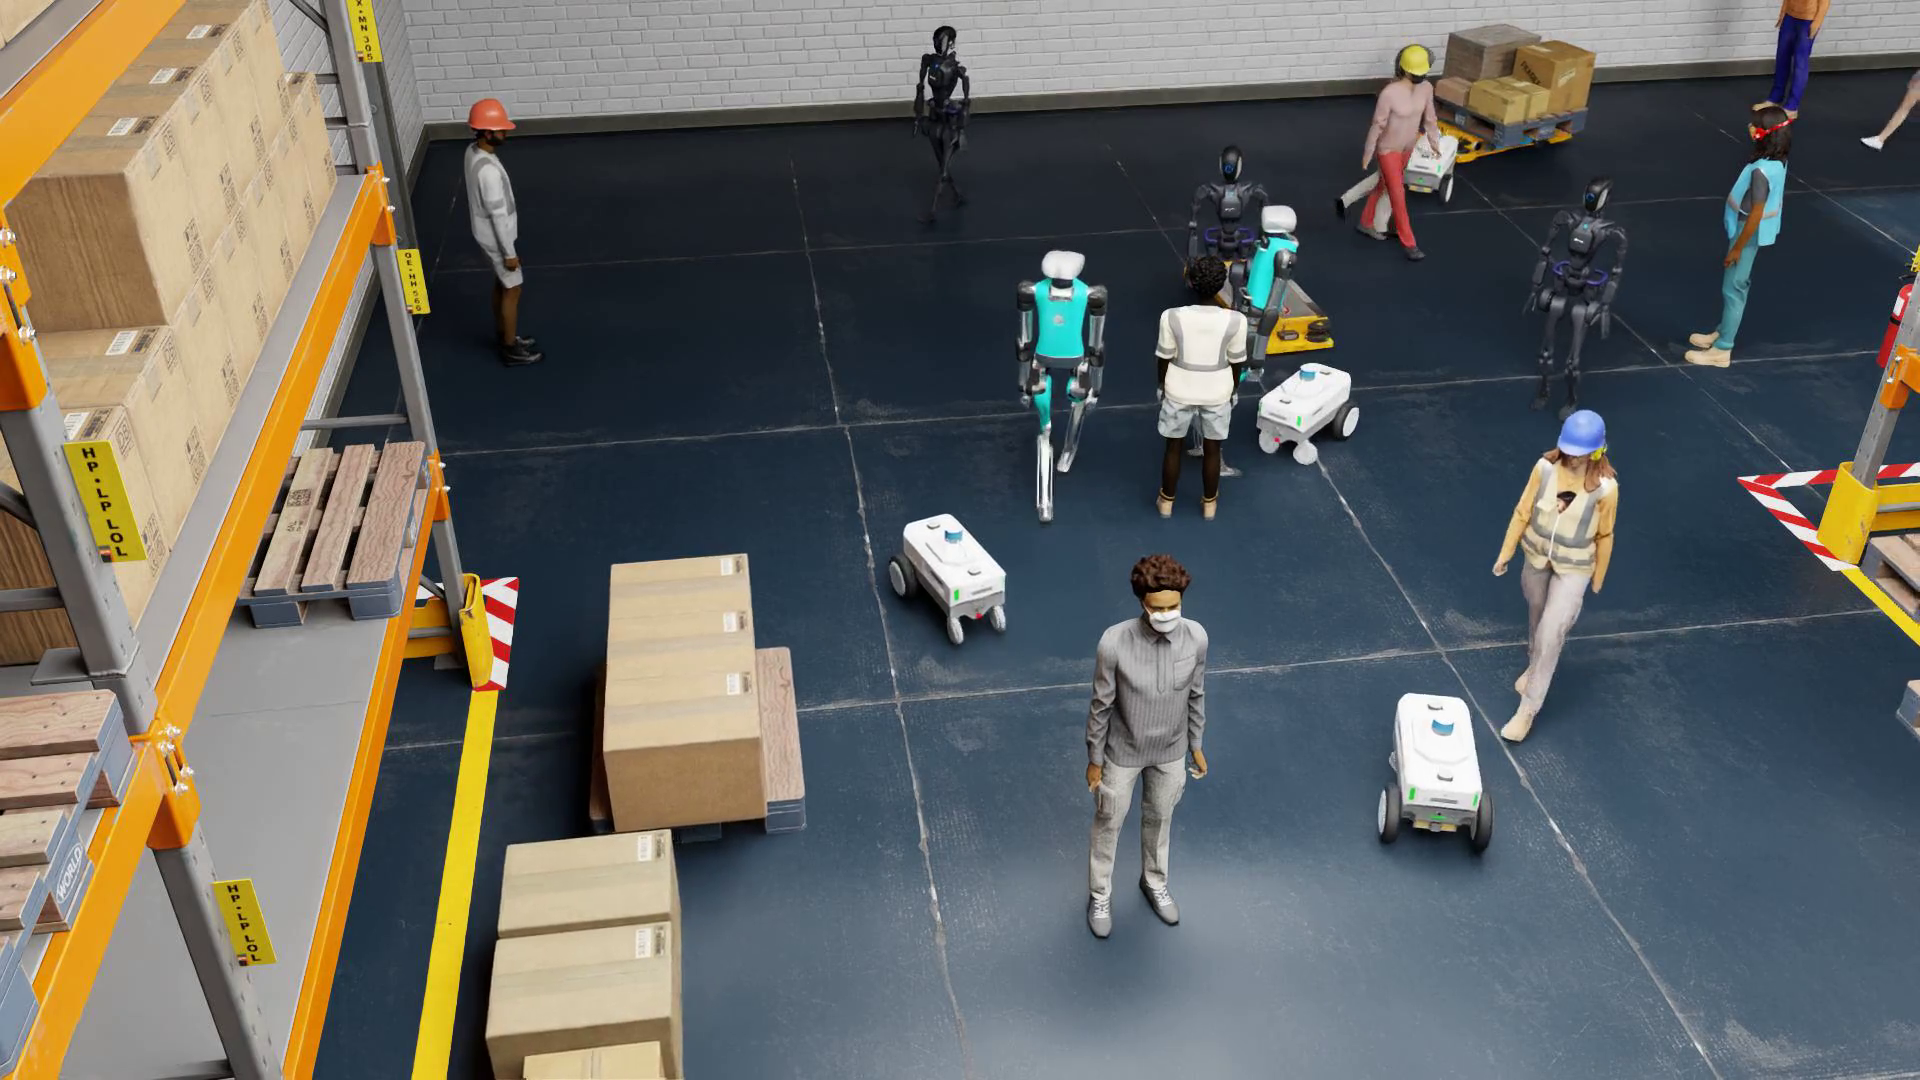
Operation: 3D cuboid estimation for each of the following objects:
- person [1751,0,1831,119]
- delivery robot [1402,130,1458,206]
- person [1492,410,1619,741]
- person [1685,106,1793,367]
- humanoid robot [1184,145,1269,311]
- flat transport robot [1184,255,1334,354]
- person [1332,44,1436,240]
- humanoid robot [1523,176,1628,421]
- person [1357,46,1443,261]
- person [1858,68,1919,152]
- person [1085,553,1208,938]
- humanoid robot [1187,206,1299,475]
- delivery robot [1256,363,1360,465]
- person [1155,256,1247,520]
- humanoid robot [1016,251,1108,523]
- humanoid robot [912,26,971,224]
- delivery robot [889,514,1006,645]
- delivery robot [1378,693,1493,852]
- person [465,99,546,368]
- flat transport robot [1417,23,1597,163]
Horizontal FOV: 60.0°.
[{"bbox_3d":[8.130,-5.072,16.069,0.398,1.974,0.518,-11,35,-16],"label":"person"},{"bbox_3d":[4.132,-3.295,14.658,0.499,0.614,0.802,15,36,22],"label":"delivery robot"},{"bbox_3d":[2.903,0.152,8.263,0.809,1.747,0.467,-28,42,-35],"label":"person"},{"bbox_3d":[5.482,-2.102,11.610,0.395,1.869,0.522,18,37,25],"label":"person"},{"bbox_3d":[1.875,-1.951,11.562,0.612,1.648,0.311,3,33,5],"label":"humanoid robot"},{"bbox_3d":[2.248,-1.802,12.614,0.659,0.231,1.431,-7,34,-11],"label":"flat transport robot"},{"bbox_3d":[3.437,-3.219,13.500,0.597,1.658,0.488,3,33,4],"label":"person"},{"bbox_3d":[4.057,-1.606,11.014,0.599,1.649,0.356,25,40,33],"label":"humanoid robot"},{"bbox_3d":[3.565,-3.105,13.279,0.637,1.705,0.893,-19,38,-26],"label":"person"},{"bbox_3d":[8.873,-4.284,15.152,0.918,1.646,0.485,-8,34,-12],"label":"person"},{"bbox_3d":[0.780,0.863,7.039,0.535,1.900,0.394,-7,34,-10],"label":"person"},{"bbox_3d":[1.636,-1.212,10.376,0.818,1.763,0.549,-2,33,-3],"label":"humanoid robot"},{"bbox_3d":[2.287,-0.871,10.941,0.525,0.612,0.783,24,40,32],"label":"delivery robot"},{"bbox_3d":[1.413,-0.881,9.897,0.533,1.693,0.320,4,33,6],"label":"person"},{"bbox_3d":[0.630,-1.048,10.174,0.538,1.763,1.028,4,33,7],"label":"humanoid robot"},{"bbox_3d":[-0.159,-3.503,13.967,0.600,1.624,0.769,25,40,33],"label":"humanoid robot"},{"bbox_3d":[-0.034,0.178,9.311,0.499,0.587,0.766,-15,36,-22],"label":"delivery robot"},{"bbox_3d":[2.274,1.084,7.922,0.521,0.586,0.747,5,33,7],"label":"delivery robot"},{"bbox_3d":[-3.192,-2.130,11.605,0.387,1.922,0.549,-14,36,-21],"label":"person"},{"bbox_3d":[5.057,-3.872,15.786,1.431,0.231,0.659,-16,36,-23],"label":"flat transport robot"}]
